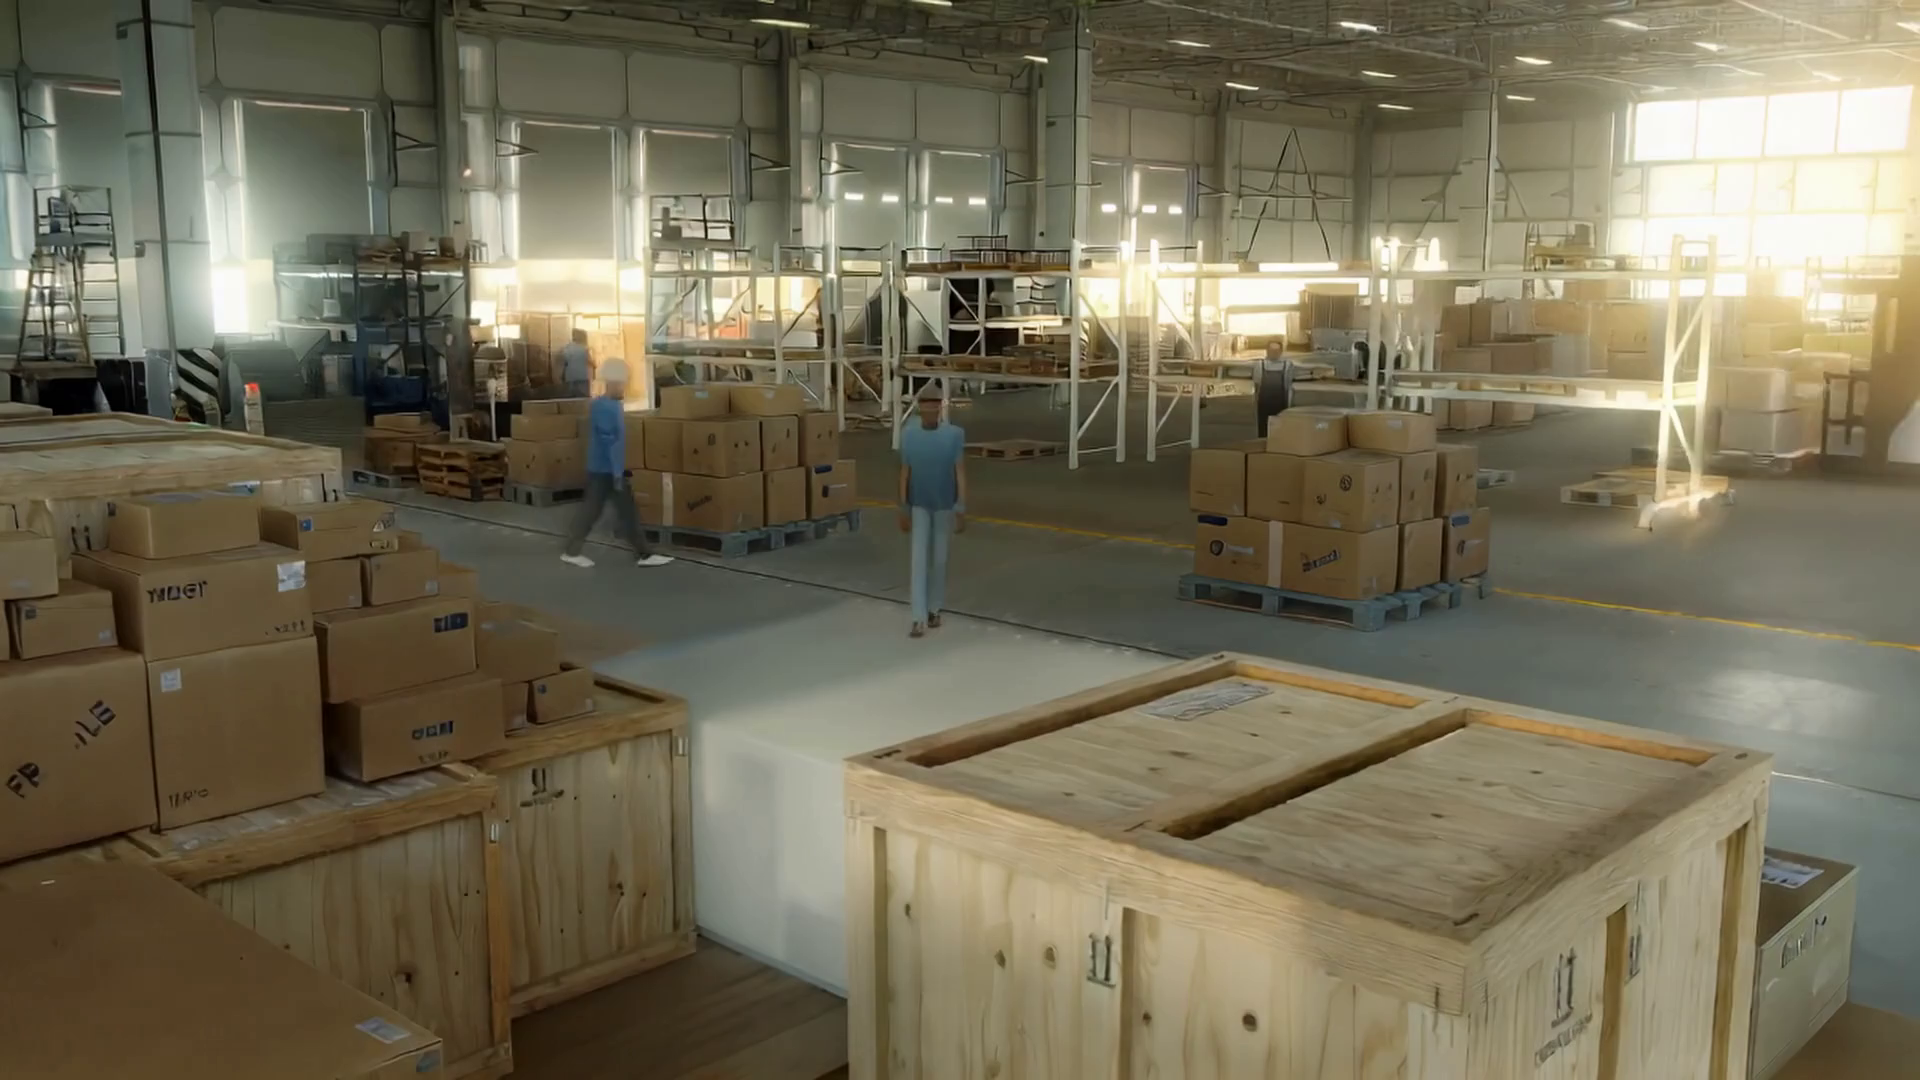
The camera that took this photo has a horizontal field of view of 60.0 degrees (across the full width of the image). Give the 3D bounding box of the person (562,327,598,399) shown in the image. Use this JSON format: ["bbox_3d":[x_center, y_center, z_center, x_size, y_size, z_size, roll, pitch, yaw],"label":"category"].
[{"bbox_3d":[-6.425,-2.782,28.295,0.539,1.661,0.760,3,10,18],"label":"person"}]

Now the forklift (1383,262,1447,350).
[{"bbox_3d":[11.122,-5.213,39.505,1.873,2.768,1.129,9,13,43],"label":"forklift"}]

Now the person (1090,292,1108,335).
[{"bbox_3d":[4.314,-6.703,51.557,0.544,1.930,0.388,0,9,2],"label":"person"}]

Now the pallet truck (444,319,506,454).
[{"bbox_3d":[-6.981,-1.942,22.150,1.885,1.965,0.823,1,9,9],"label":"pallet truck"}]

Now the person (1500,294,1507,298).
[{"bbox_3d":[15.655,-6.124,47.993,0.651,1.928,0.519,-6,11,-33],"label":"person"}]

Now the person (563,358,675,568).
[{"bbox_3d":[-3.093,-0.666,14.716,0.988,1.882,0.607,1,9,5],"label":"person"}]

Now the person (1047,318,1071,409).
[{"bbox_3d":[1.891,-3.345,31.551,0.485,1.739,0.320,-2,9,-12],"label":"person"}]

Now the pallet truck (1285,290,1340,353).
[{"bbox_3d":[11.297,-6.951,52.861,1.885,1.965,0.823,-5,11,-29],"label":"pallet truck"}]

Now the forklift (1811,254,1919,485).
[{"bbox_3d":[11.704,-2.085,20.325,1.873,2.768,1.129,9,13,43],"label":"forklift"}]

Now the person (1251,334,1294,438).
[{"bbox_3d":[3.884,-1.629,20.698,0.511,1.846,0.341,2,10,14],"label":"person"}]

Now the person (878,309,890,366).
[{"bbox_3d":[-2.016,-5.351,44.178,0.313,1.634,0.515,1,9,5],"label":"person"}]

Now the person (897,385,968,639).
[{"bbox_3d":[-0.203,-0.200,12.022,0.504,1.823,0.933,0,9,-2],"label":"person"}]

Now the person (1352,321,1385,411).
[{"bbox_3d":[5.981,-2.247,24.265,0.588,1.920,0.398,-2,10,-14],"label":"person"}]
